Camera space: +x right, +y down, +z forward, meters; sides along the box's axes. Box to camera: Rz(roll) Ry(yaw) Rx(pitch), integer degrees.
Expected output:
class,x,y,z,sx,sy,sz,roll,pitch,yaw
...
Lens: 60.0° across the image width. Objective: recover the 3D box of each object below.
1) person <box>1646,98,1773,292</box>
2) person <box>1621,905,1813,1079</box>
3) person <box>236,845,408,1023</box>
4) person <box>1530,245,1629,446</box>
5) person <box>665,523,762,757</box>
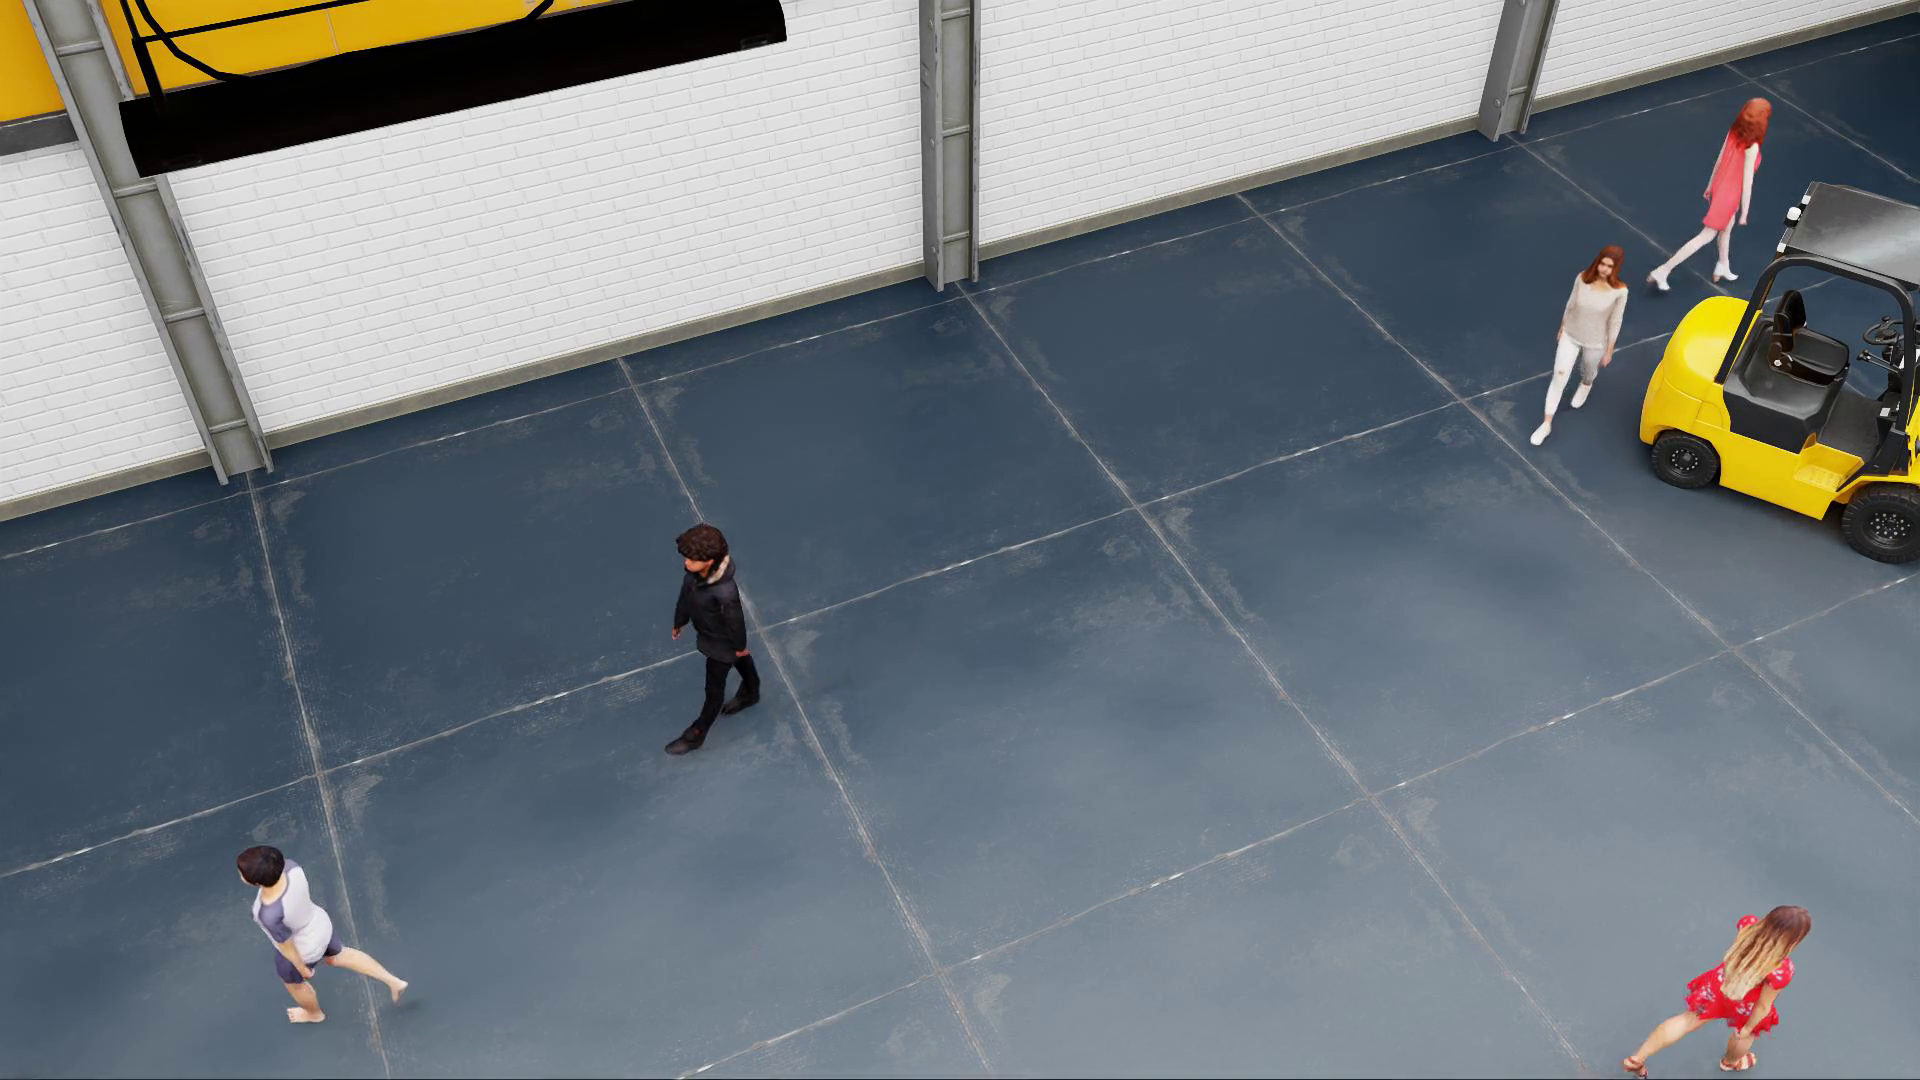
class,x,y,z,sx,sy,sz,roll,pitch,yaw
person,6.303,-2.824,13.897,1.186,1.786,0.889,-1,44,-1
person,3.936,2.368,8.608,1.076,1.564,0.686,-11,45,-11
person,-3.443,2.116,8.887,1.002,1.544,0.847,5,44,5
person,4.797,-1.565,12.658,0.989,1.672,1.221,25,49,24
person,-1.432,0.526,10.414,1.031,1.741,0.719,-23,48,-22
